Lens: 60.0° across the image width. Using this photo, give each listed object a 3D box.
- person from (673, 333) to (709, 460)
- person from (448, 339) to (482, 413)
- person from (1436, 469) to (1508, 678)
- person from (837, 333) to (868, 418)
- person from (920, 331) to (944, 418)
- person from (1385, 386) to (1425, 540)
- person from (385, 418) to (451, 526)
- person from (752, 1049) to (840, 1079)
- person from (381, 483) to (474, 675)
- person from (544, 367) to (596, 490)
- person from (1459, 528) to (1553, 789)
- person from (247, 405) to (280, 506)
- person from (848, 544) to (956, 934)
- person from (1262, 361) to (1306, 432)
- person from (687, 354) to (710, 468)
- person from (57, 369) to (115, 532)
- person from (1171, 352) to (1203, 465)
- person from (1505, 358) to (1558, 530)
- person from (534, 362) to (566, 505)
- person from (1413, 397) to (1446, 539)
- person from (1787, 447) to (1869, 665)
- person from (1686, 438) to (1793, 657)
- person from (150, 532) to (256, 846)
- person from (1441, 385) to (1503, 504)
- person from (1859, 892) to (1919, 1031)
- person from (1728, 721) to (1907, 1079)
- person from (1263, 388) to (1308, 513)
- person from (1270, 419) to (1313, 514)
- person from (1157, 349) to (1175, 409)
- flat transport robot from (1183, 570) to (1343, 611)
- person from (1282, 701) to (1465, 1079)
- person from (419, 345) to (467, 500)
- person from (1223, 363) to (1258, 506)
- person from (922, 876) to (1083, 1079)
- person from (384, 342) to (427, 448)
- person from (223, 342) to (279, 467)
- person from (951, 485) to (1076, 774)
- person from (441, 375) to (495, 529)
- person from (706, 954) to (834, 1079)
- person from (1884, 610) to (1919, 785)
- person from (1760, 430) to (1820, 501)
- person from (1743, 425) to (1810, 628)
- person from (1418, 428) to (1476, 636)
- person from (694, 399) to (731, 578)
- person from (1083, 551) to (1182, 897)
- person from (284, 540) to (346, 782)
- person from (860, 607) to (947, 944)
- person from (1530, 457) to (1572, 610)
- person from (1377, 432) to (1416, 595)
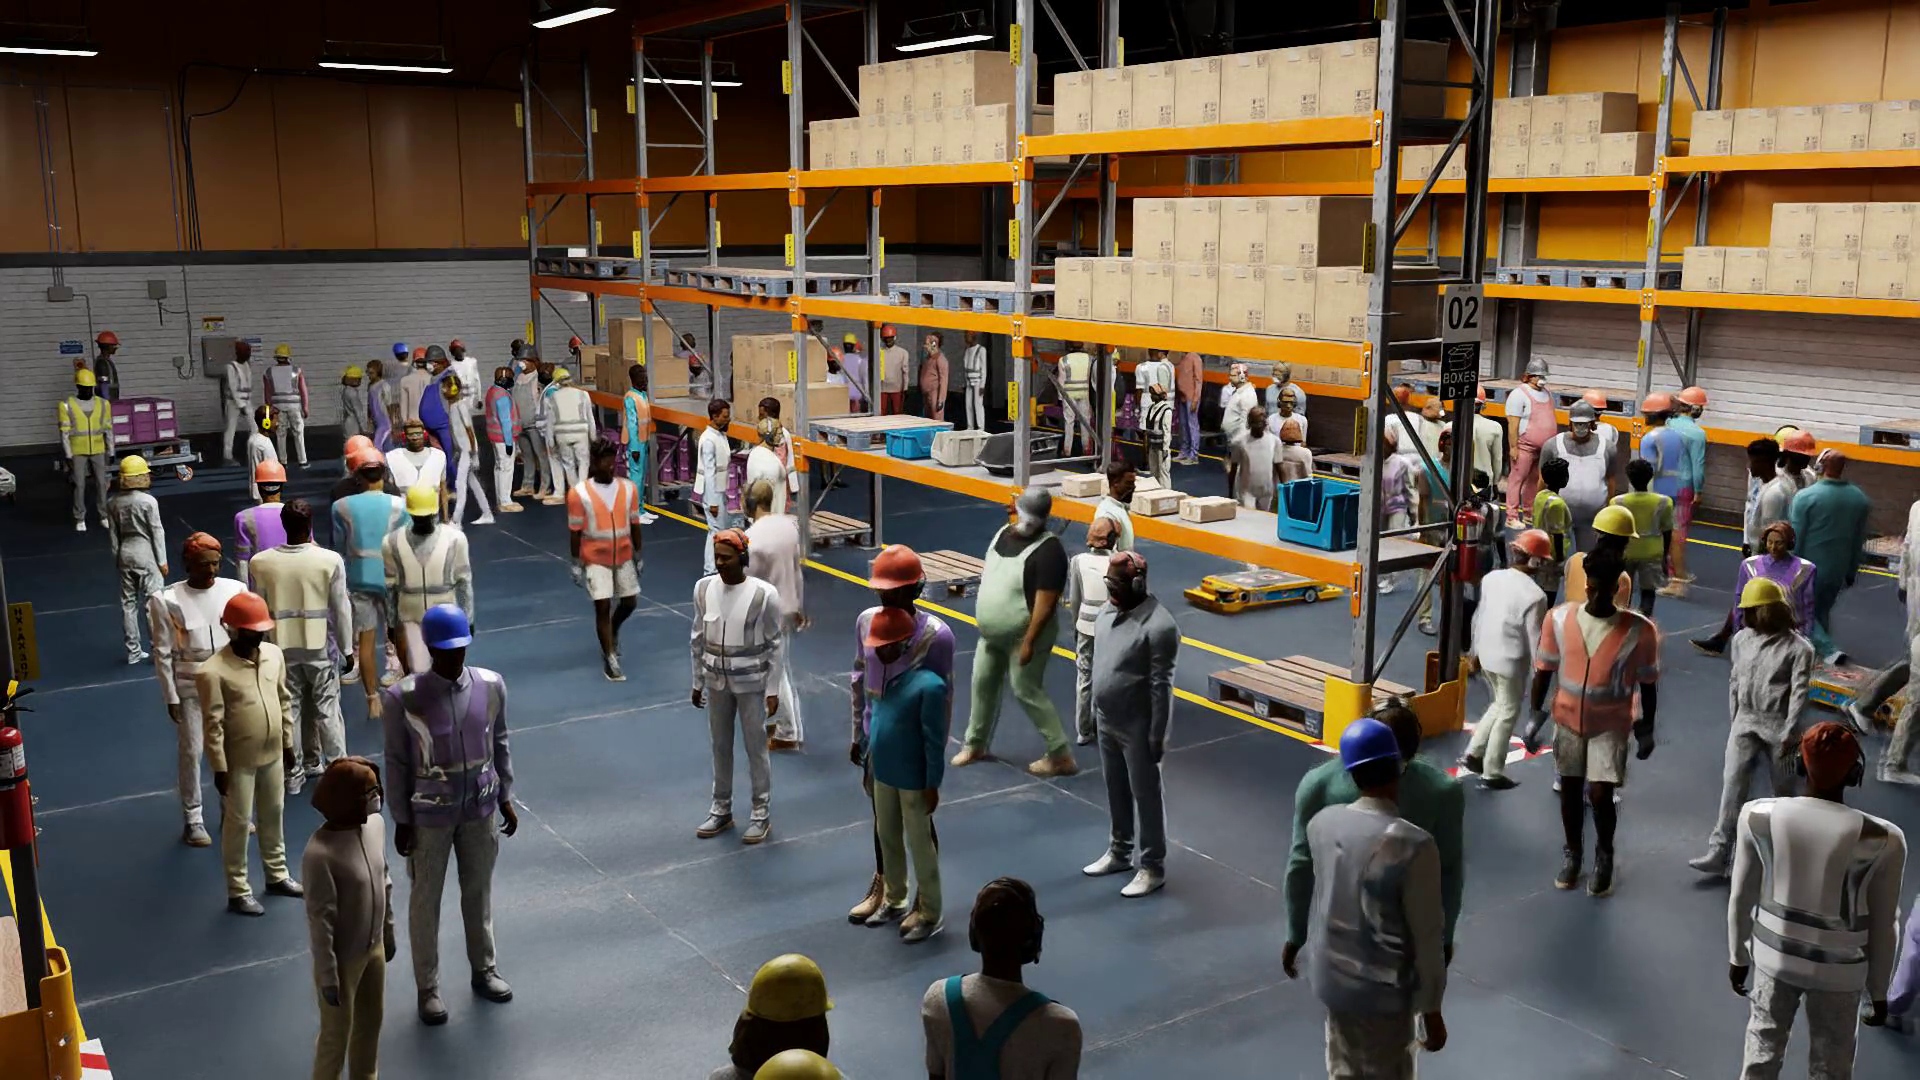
[{"bbox_3d":[-4.095,-2.160,25.171,0.630,1.940,0.372,-1,11,-5],"label":"person"},{"bbox_3d":[-7.570,-2.116,25.181,0.472,1.854,0.623,9,14,39],"label":"person"},{"bbox_3d":[4.181,0.270,13.427,0.552,1.663,0.800,-3,12,-16],"label":"person"},{"bbox_3d":[-1.738,-2.244,25.716,0.577,1.885,0.801,-3,11,-15],"label":"person"},{"bbox_3d":[-0.459,-2.548,27.515,0.460,1.818,0.659,-7,13,-32],"label":"person"},{"bbox_3d":[4.778,-0.738,18.065,0.589,1.868,0.429,-4,12,-19],"label":"person"},{"bbox_3d":[-5.037,-0.220,15.477,0.563,1.847,0.390,-6,13,-28],"label":"person"},{"bbox_3d":[-0.341,2.049,3.684,0.585,1.918,0.379,-1,11,-7],"label":"person"},{"bbox_3d":[-3.743,0.489,11.757,0.601,1.889,0.847,-3,11,-14],"label":"person"},{"bbox_3d":[-4.930,-1.291,21.115,0.651,1.786,0.604,-3,11,-14],"label":"person"},{"bbox_3d":[3.560,0.773,10.692,0.411,1.726,0.586,-3,12,-17],"label":"person"},{"bbox_3d":[-6.825,-0.411,16.444,0.351,1.856,0.521,-9,14,-39],"label":"person"},{"bbox_3d":[-0.319,1.023,8.609,0.608,2.044,0.371,7,13,31],"label":"person"},{"bbox_3d":[3.945,-1.231,20.431,0.370,1.934,0.627,-8,14,-37],"label":"person"},{"bbox_3d":[-3.717,-1.841,24.146,0.674,1.703,0.323,10,15,42],"label":"person"},{"bbox_3d":[-10.254,-1.059,19.597,0.597,1.915,0.419,-10,15,-42],"label":"person"},{"bbox_3d":[3.403,-2.120,24.816,0.379,1.996,0.609,-3,11,-16],"label":"person"},{"bbox_3d":[6.800,-1.144,19.706,0.688,2.000,0.536,-7,13,-33],"label":"person"},{"bbox_3d":[-5.259,-1.376,21.451,0.429,1.831,0.634,-3,11,-15],"label":"person"},{"bbox_3d":[5.409,-0.823,19.103,0.502,1.636,0.280,-9,15,-40],"label":"person"},{"bbox_3d":[6.850,0.214,13.155,0.659,1.884,0.629,-3,11,-15],"label":"person"},{"bbox_3d":[6.653,0.105,13.696,1.033,1.898,0.627,5,12,22],"label":"person"},{"bbox_3d":[-4.440,0.873,9.829,0.566,1.875,0.365,-11,15,-44],"label":"person"},{"bbox_3d":[5.211,-0.591,16.991,0.611,1.996,0.379,2,11,8],"label":"person"},{"bbox_3d":[4.455,1.459,7.253,0.537,1.730,0.918,-5,12,-24],"label":"person"},{"bbox_3d":[3.141,1.586,6.169,0.568,1.878,0.352,10,15,41],"label":"person"},{"bbox_3d":[3.553,-0.756,18.265,0.501,1.839,0.344,-1,11,-6],"label":"person"},{"bbox_3d":[3.377,-0.429,17.084,0.507,1.635,0.273,7,13,31],"label":"person"},{"bbox_3d":[2.902,-1.935,23.995,0.392,1.948,0.606,2,11,12],"label":"person"},{"bbox_3d":[2.932,0.457,16.055,1.431,0.197,0.652,-6,12,-27],"label":"flat transport robot"},{"bbox_3d":[1.579,1.518,6.408,0.667,1.905,0.622,3,11,16],"label":"person"},{"bbox_3d":[-6.802,-1.545,21.758,0.688,2.000,0.537,10,15,42],"label":"person"},{"bbox_3d":[3.433,-1.224,20.487,0.399,1.900,0.644,0,11,0],"label":"person"},{"bbox_3d":[0.124,1.868,4.832,0.501,1.839,0.341,7,13,32],"label":"person"},{"bbox_3d":[-7.813,-1.835,23.537,0.653,1.923,0.547,4,12,19],"label":"person"},{"bbox_3d":[-10.511,-1.988,24.504,0.953,1.839,0.585,3,11,15],"label":"person"},{"bbox_3d":[0.370,0.549,11.044,0.616,2.000,0.717,-8,13,-34],"label":"person"},{"bbox_3d":[-5.907,-1.041,19.745,0.632,1.865,0.565,-7,13,-31],"label":"person"},{"bbox_3d":[-0.462,1.969,4.560,0.483,1.735,0.311,5,12,23],"label":"person"},{"bbox_3d":[6.399,0.774,10.728,0.720,1.716,0.483,4,12,20],"label":"person"},{"bbox_3d":[6.960,0.033,13.981,0.545,1.931,0.381,-5,12,-24],"label":"person"},{"bbox_3d":[7.082,-0.052,14.432,0.600,1.917,0.376,-4,12,-21],"label":"person"},{"bbox_3d":[4.308,-0.086,14.788,0.567,1.846,0.389,-4,12,-20],"label":"person"},{"bbox_3d":[-2.439,-0.456,16.545,0.391,1.905,0.599,0,11,2],"label":"person"},{"bbox_3d":[0.915,0.992,9.145,0.402,1.902,0.642,-7,13,-31],"label":"person"},{"bbox_3d":[-4.203,0.798,10.794,0.514,1.643,0.307,7,13,32],"label":"person"},{"bbox_3d":[-0.319,1.187,8.561,0.573,1.737,0.354,11,15,43],"label":"person"},{"bbox_3d":[4.961,0.145,13.994,0.318,1.697,0.534,0,11,0],"label":"person"},{"bbox_3d":[4.185,-0.266,16.347,0.525,1.597,0.703,9,15,40],"label":"person"}]
